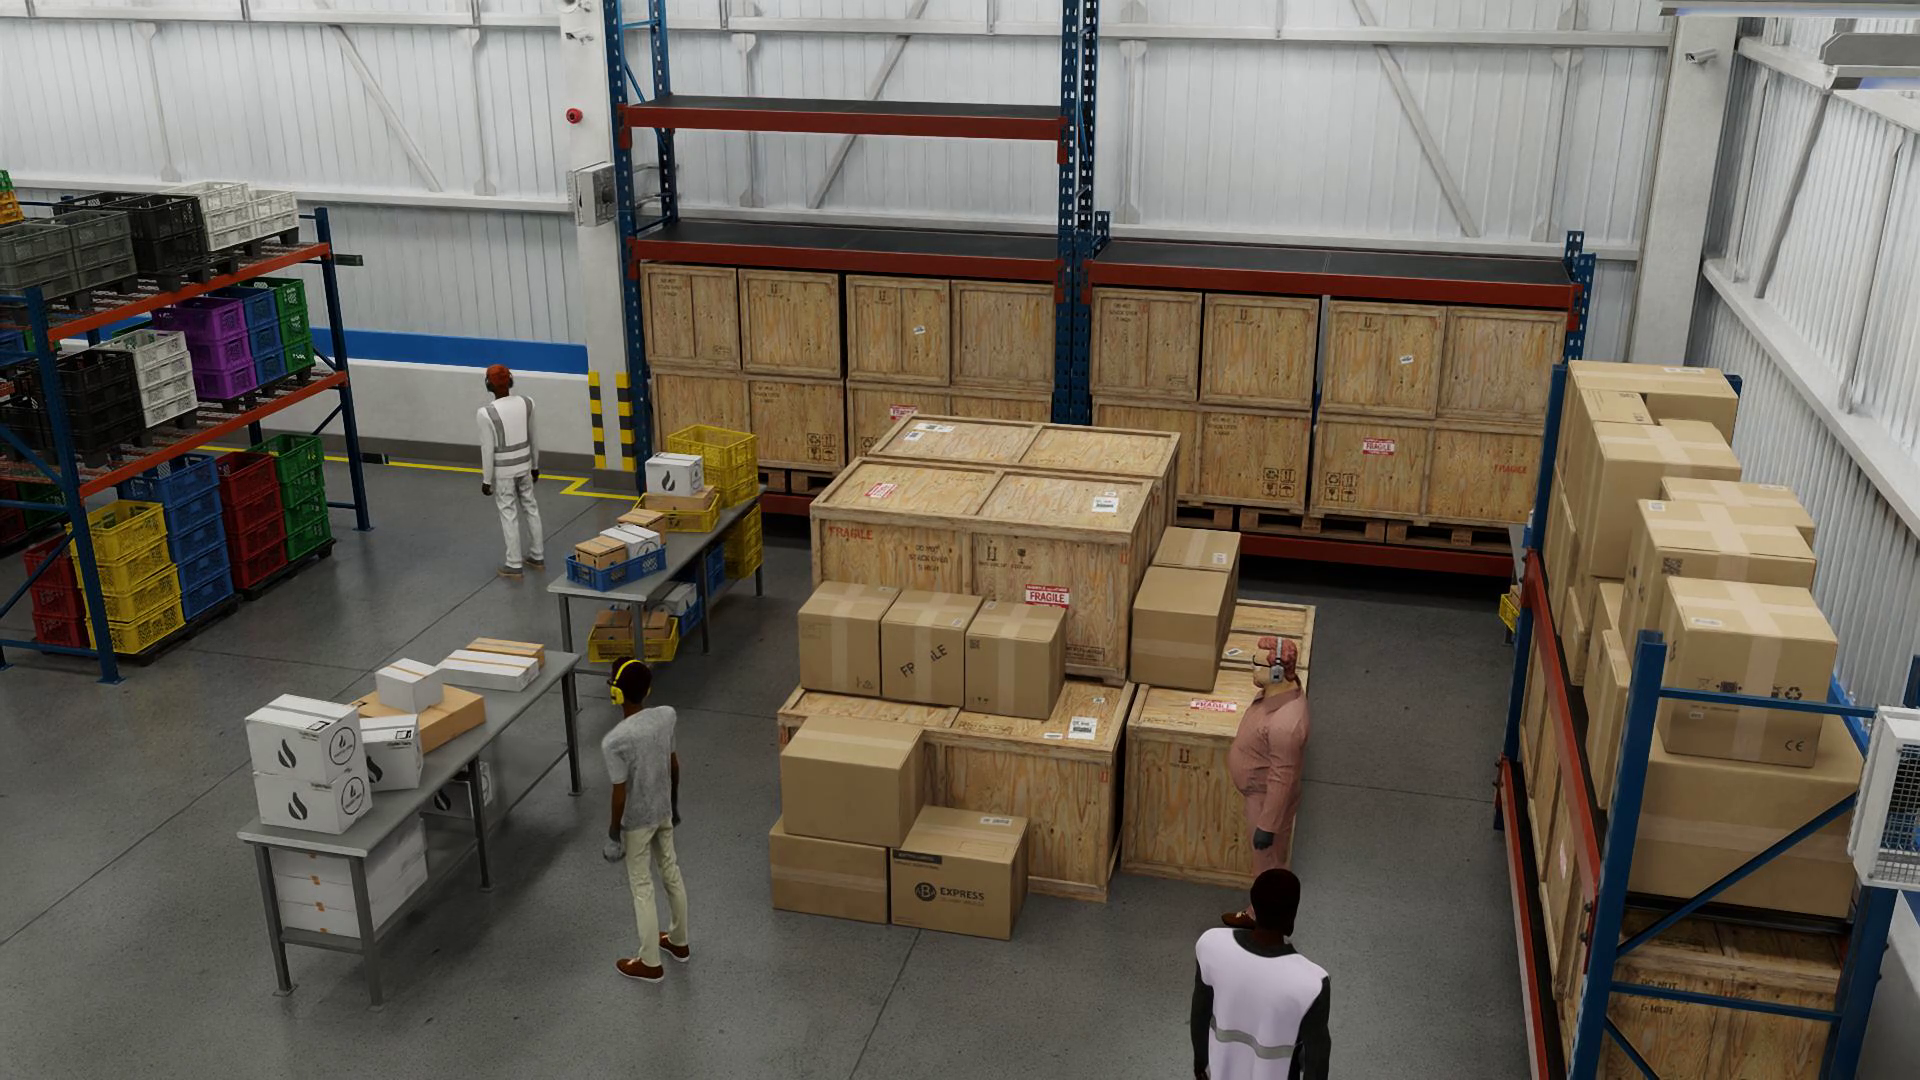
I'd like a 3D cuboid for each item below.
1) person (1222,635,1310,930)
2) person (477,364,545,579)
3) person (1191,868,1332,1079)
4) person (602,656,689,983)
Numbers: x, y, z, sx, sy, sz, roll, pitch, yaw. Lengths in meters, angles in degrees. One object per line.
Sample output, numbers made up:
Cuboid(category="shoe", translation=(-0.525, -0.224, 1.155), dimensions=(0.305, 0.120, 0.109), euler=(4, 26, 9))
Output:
Cuboid(category="person", translation=(1.658, 1.404, 9.062), dimensions=(0.409, 1.908, 0.643), euler=(2, 21, 6))
Cuboid(category="person", translation=(-3.867, -0.594, 14.322), dimensions=(0.339, 1.880, 0.581), euler=(16, 26, 36))
Cuboid(category="person", translation=(1.232, 2.225, 6.900), dimensions=(0.598, 1.915, 0.375), euler=(14, 25, 32))
Cuboid(category="person", translation=(-1.696, 1.492, 8.894), dimensions=(0.328, 1.862, 0.517), euler=(15, 25, 34))
